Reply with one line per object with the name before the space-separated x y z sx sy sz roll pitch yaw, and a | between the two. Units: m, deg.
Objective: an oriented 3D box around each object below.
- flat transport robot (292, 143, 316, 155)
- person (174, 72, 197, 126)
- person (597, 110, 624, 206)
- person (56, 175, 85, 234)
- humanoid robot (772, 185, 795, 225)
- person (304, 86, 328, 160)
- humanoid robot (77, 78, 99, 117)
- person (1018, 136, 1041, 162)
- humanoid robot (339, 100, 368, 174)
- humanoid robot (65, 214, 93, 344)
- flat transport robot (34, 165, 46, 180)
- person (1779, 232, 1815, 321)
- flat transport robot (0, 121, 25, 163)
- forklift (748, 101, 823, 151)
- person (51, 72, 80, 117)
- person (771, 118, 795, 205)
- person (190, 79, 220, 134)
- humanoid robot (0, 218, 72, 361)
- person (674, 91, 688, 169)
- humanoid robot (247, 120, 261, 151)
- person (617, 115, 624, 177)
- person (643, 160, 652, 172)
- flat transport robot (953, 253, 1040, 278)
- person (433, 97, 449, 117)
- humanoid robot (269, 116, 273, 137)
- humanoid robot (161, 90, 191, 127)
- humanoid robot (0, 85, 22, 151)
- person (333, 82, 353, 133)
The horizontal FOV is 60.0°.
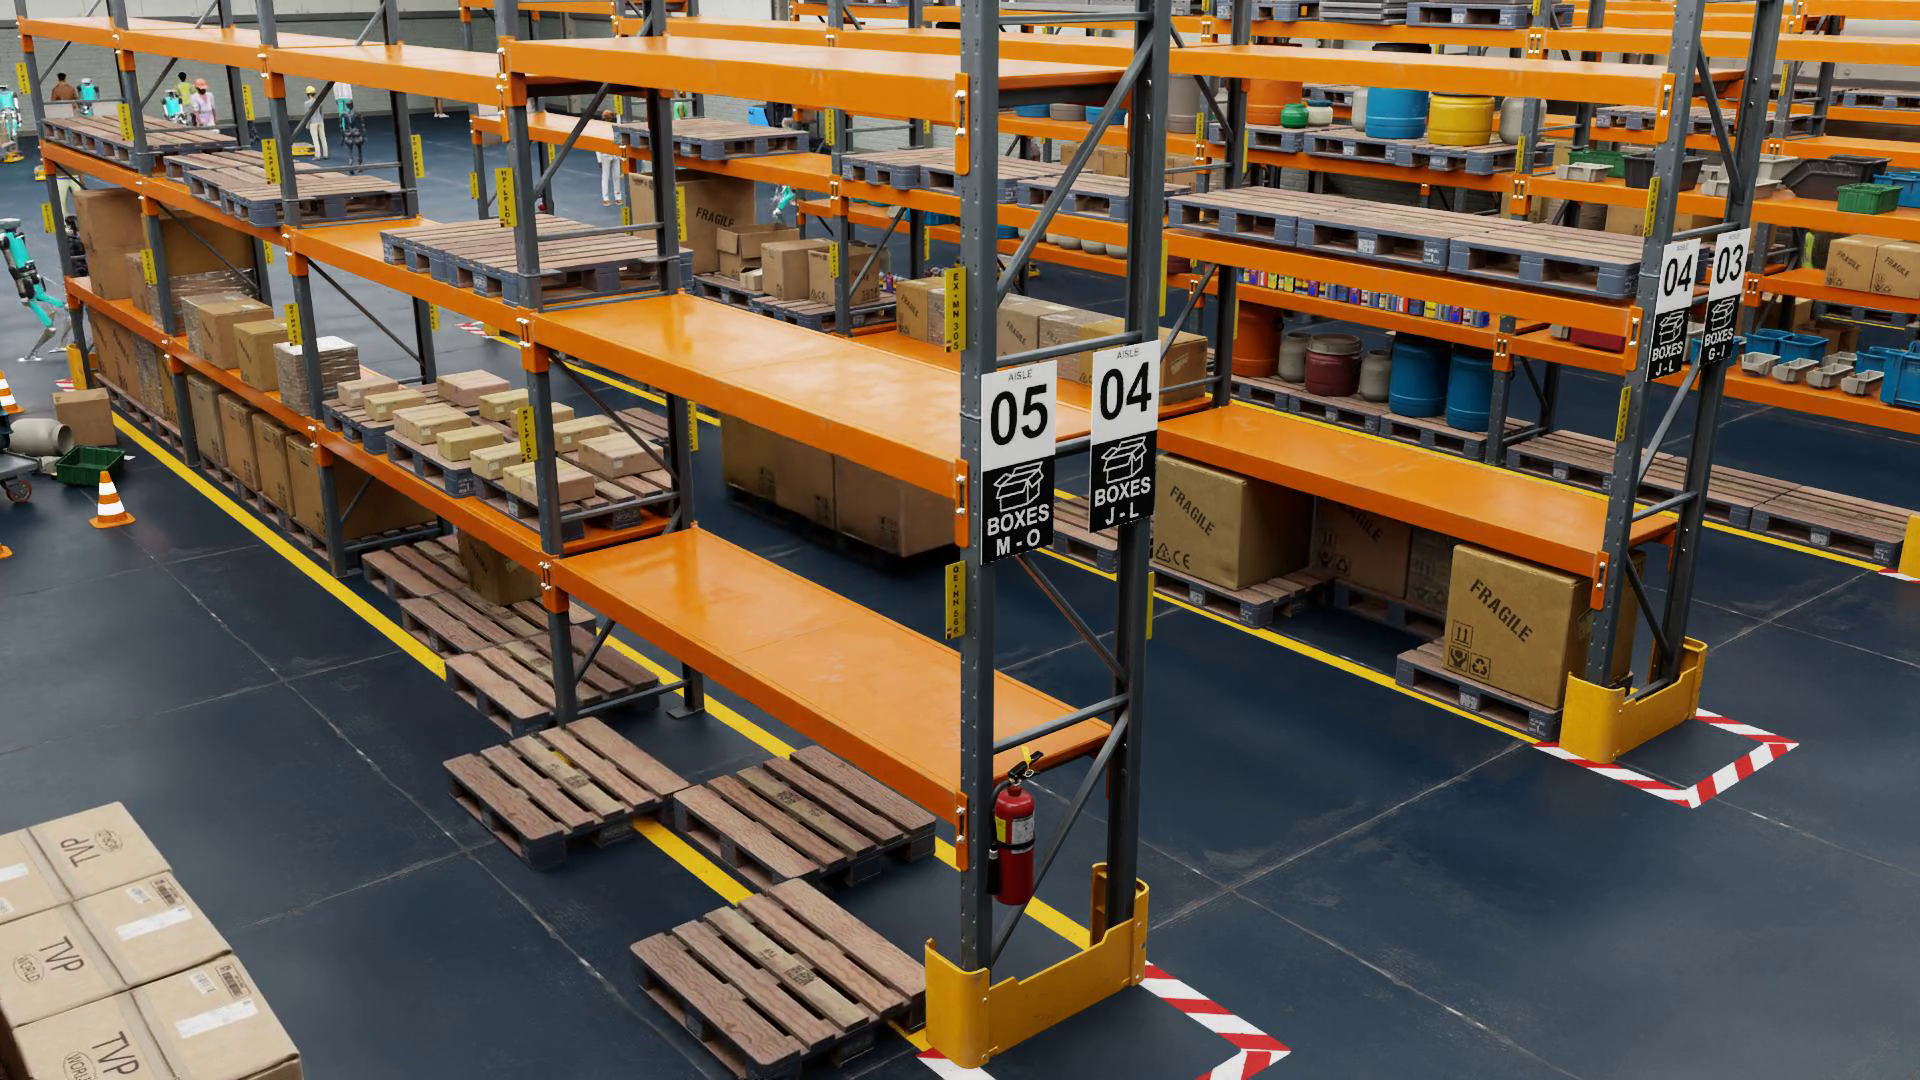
flat transport robot | -16.746 -9.876 42.043 0.659 0.231 1.431 -10 22 -27
person | -21.714 -12.264 46.684 0.534 1.696 0.318 -11 22 -29
person | -6.986 -7.627 33.228 0.567 1.877 0.351 -15 24 -36
person | -16.070 -6.479 29.930 0.533 1.893 0.398 -12 23 -31
humanoid robot | -3.122 -6.158 29.413 0.729 1.901 0.542 -15 24 -36
person | -15.761 -10.180 40.649 0.313 1.769 0.524 11 22 28
humanoid robot | -22.805 -11.212 43.800 0.569 1.888 0.808 -4 20 -12
person | 1.269 -6.639 30.590 0.541 1.757 0.414 -11 22 -28
humanoid robot | -13.911 -9.239 38.128 0.593 1.630 0.642 -3 20 -9
humanoid robot | -11.316 -3.366 21.395 0.313 1.658 0.616 -4 20 -12
flat transport robot | -20.495 -8.288 37.523 0.659 0.231 1.431 -10 21 -25
person | 10.927 -3.492 21.782 0.545 1.642 0.887 -15 24 -36
flat transport robot | -23.579 -9.278 40.342 1.431 0.231 0.659 -5 20 -14
forklift | -4.526 -11.368 42.374 1.129 2.768 1.873 -15 24 -37
person | -23.743 -11.479 44.214 0.794 1.853 0.401 -11 22 -29
person | -3.521 -7.563 33.286 0.780 1.717 0.476 1 19 1
person | -18.175 -10.116 40.153 0.967 1.982 0.643 15 24 36
humanoid robot | -11.278 -3.070 20.500 0.835 1.771 0.530 -2 19 -6
person | -6.378 -9.407 38.138 0.405 1.978 0.483 -7 20 -18
humanoid robot | -16.426 -9.336 38.472 0.797 1.623 0.611 2 19 5
person | -7.577 -9.149 37.538 0.374 1.889 0.576 4 20 11
person | -5.195 -5.967 28.377 0.372 1.956 0.608 0 19 1
flat transport robot | 0.567 -4.332 26.265 0.659 0.231 1.431 -13 23 -33
person | -16.199 -14.055 51.515 0.510 1.874 0.389 16 25 38
humanoid robot | -14.391 -8.232 35.352 0.843 1.619 0.609 -3 20 -8
humanoid robot | -18.522 -9.797 39.622 0.804 1.790 0.552 11 22 29
humanoid robot | -23.627 -10.402 41.327 0.534 1.718 0.999 -8 21 -22
person | -17.291 -12.368 46.654 0.489 1.917 0.376 -1 19 -3
